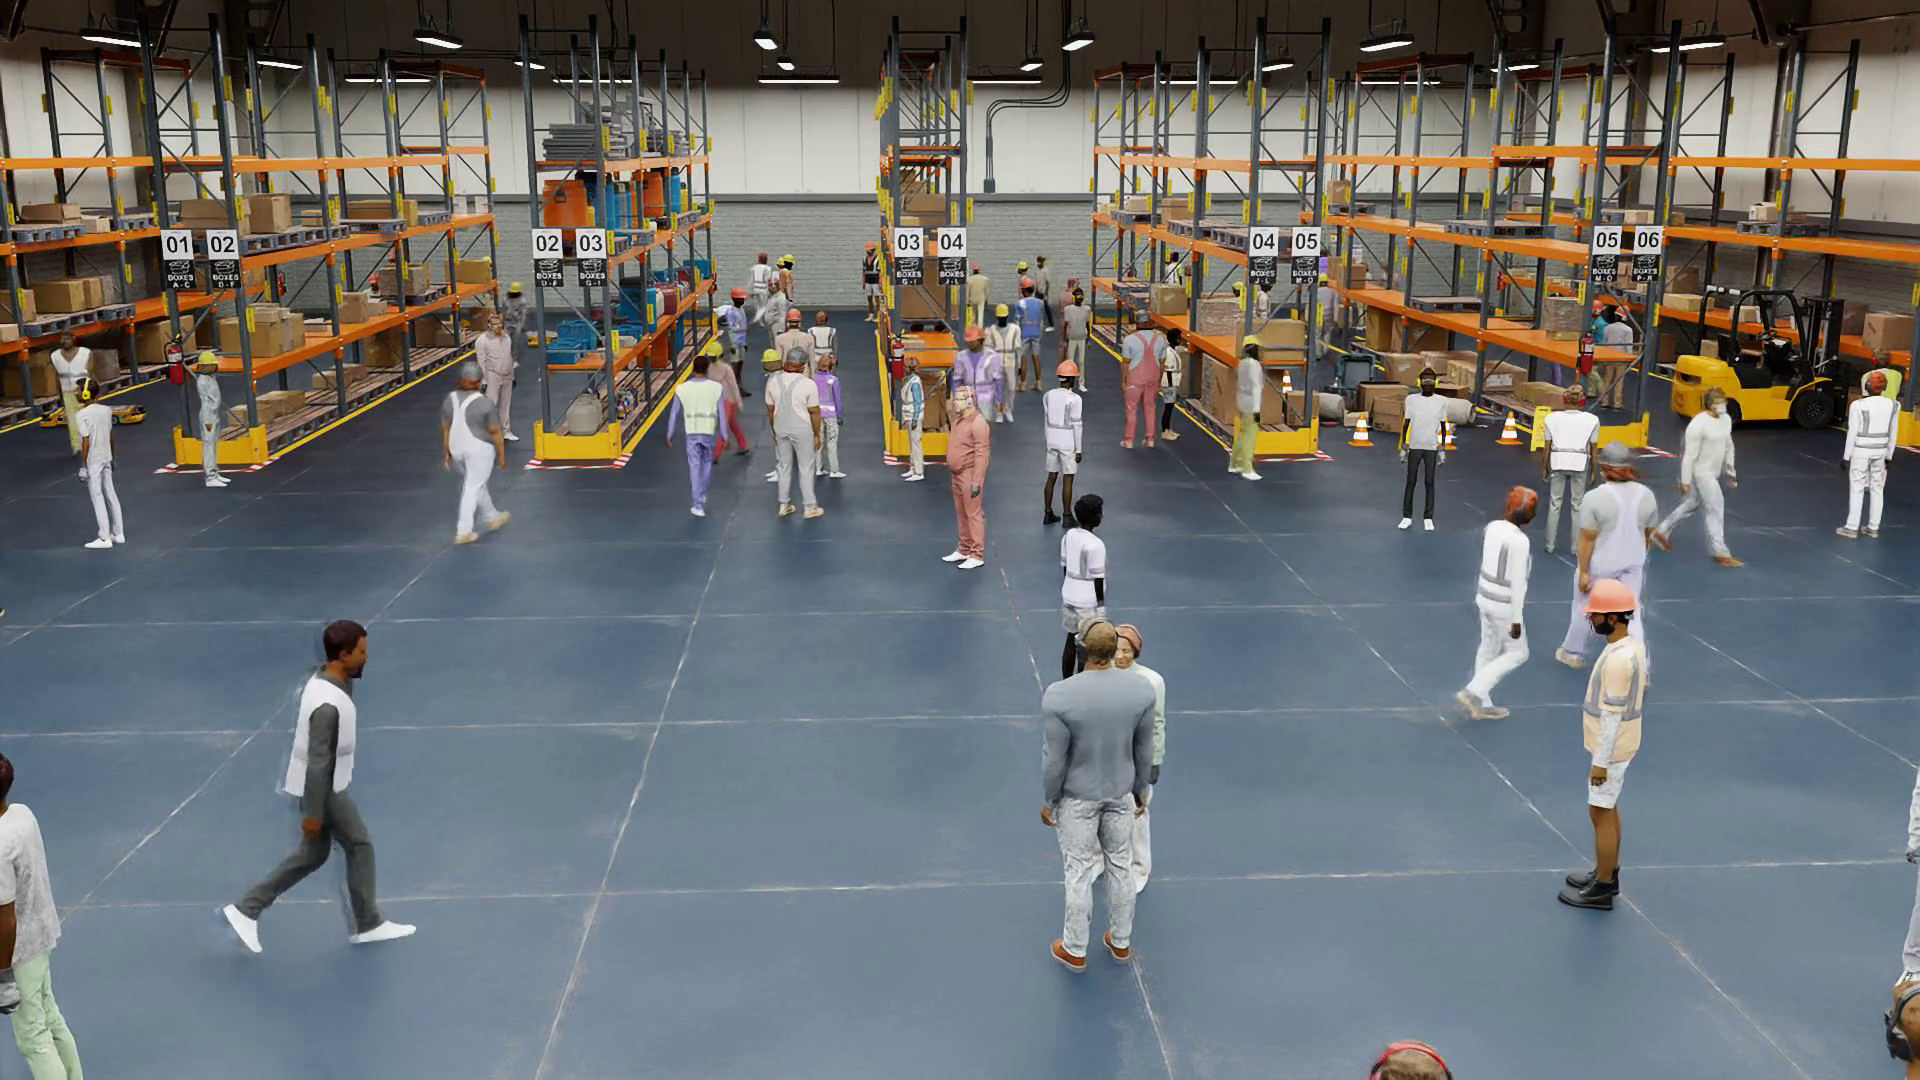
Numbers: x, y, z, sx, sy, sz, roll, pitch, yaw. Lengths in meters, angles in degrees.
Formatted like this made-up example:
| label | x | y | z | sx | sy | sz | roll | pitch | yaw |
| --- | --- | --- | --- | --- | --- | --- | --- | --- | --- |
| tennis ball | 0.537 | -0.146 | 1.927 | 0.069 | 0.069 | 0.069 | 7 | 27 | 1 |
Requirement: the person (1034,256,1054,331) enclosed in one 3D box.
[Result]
| label | x | y | z | sx | sy | sz | roll | pitch | yaw |
| --- | --- | --- | --- | --- | --- | --- | --- | --- | --- |
| person | 1.911 | -5.845 | 39.517 | 0.894 | 1.814 | 0.624 | -10 | 16 | -36 |

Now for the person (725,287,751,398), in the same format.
| label | x | y | z | sx | sy | sz | roll | pitch | yaw |
| --- | --- | --- | --- | --- | --- | --- | --- | --- | --- |
| person | -3.871 | -3.454 | 29.117 | 0.361 | 1.939 | 0.542 | 4 | 14 | 17 |

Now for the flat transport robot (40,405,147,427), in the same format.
| label | x | y | z | sx | sy | sz | roll | pitch | yaw |
| --- | --- | --- | --- | --- | --- | --- | --- | --- | --- |
| flat transport robot | -13.784 | -1.984 | 26.465 | 1.431 | 0.197 | 0.652 | -4 | 14 | -18 |

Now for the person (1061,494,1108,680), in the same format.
| label | x | y | z | sx | sy | sz | roll | pitch | yaw |
| --- | --- | --- | --- | --- | --- | --- | --- | --- | --- |
| person | 0.978 | 0.474 | 12.997 | 0.317 | 1.695 | 0.540 | -6 | 15 | -25 |

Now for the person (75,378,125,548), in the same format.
| label | x | y | z | sx | sy | sz | roll | pitch | yaw |
| --- | --- | --- | --- | --- | --- | --- | --- | --- | --- |
| person | -9.456 | -0.844 | 18.203 | 0.315 | 1.873 | 0.532 | 3 | 14 | 11 |

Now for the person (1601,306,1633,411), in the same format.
| label | x | y | z | sx | sy | sz | roll | pitch | yaw |
| --- | --- | --- | --- | --- | --- | --- | --- | --- | --- |
| person | 10.969 | -3.028 | 27.713 | 0.344 | 1.747 | 0.572 | -7 | 15 | -28 |

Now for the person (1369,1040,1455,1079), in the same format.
| label | x | y | z | sx | sy | sz | roll | pitch | yaw |
| --- | --- | --- | --- | --- | --- | --- | --- | --- | --- |
| person | 1.299 | 2.305 | 4.948 | 0.560 | 1.836 | 0.389 | 4 | 14 | 15 |

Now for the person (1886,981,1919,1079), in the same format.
| label | x | y | z | sx | sy | sz | roll | pitch | yaw |
| --- | --- | --- | --- | --- | --- | --- | --- | --- | --- |
| person | 2.941 | 2.244 | 5.189 | 0.506 | 1.843 | 0.351 | -7 | 15 | -27 |

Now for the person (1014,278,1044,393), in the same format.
| label | x | y | z | sx | sy | sz | roll | pitch | yaw |
| --- | --- | --- | --- | --- | --- | --- | --- | --- | --- |
| person | 1.214 | -3.666 | 29.827 | 0.607 | 2.034 | 0.410 | -7 | 15 | -26 |

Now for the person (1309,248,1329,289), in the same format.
| label | x | y | z | sx | sy | sz | roll | pitch | yaw |
| --- | --- | --- | --- | --- | --- | --- | --- | --- | --- |
| person | 9.298 | -6.570 | 42.622 | 0.661 | 1.809 | 0.889 | -1 | 13 | -3 |

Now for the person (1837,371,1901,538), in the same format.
| label | x | y | z | sx | sy | sz | roll | pitch | yaw |
| --- | --- | --- | --- | --- | --- | --- | --- | --- | --- |
| person | 10.190 | -0.957 | 18.655 | 0.584 | 1.882 | 0.337 | -1 | 13 | -4 |

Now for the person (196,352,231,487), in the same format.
| label | x | y | z | sx | sy | sz | roll | pitch | yaw |
| --- | --- | --- | --- | --- | --- | --- | --- | --- | --- |
| person | -9.691 | -1.571 | 21.558 | 0.312 | 1.744 | 0.487 | -2 | 14 | -10 |

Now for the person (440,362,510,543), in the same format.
| label | x | y | z | sx | sy | sz | roll | pitch | yaw |
| --- | --- | --- | --- | --- | --- | --- | --- | --- | --- |
| person | -5.400 | -1.030 | 18.630 | 0.700 | 2.000 | 1.041 | 6 | 15 | 24 |

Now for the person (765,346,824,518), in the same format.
| label | x | y | z | sx | sy | sz | roll | pitch | yaw |
| --- | --- | --- | --- | --- | --- | --- | --- | --- | --- |
| person | -1.919 | -1.295 | 19.754 | 0.687 | 2.000 | 0.535 | 6 | 15 | 25 |

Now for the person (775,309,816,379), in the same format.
| label | x | y | z | sx | sy | sz | roll | pitch | yaw |
| --- | --- | --- | --- | --- | --- | --- | --- | --- | --- |
| person | -2.441 | -2.423 | 24.631 | 0.623 | 1.992 | 0.396 | -4 | 14 | -16 |

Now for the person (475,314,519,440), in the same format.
| label | x | y | z | sx | sy | sz | roll | pitch | yaw |
| --- | --- | --- | --- | --- | --- | --- | --- | --- | --- |
| person | -6.853 | -2.394 | 24.697 | 0.409 | 1.907 | 0.651 | 8 | 16 | 32 |

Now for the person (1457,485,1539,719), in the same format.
| label | x | y | z | sx | sy | sz | roll | pitch | yaw |
| --- | --- | --- | --- | --- | --- | --- | --- | --- | --- |
| person | 4.060 | 0.495 | 12.529 | 0.464 | 1.871 | 0.680 | -2 | 13 | -9 |

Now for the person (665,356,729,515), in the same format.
| label | x | y | z | sx | sy | sz | roll | pitch | yaw |
| --- | --- | --- | --- | --- | --- | --- | --- | --- | --- |
| person | -3.176 | -1.279 | 20.039 | 0.739 | 1.863 | 0.935 | -3 | 14 | -13 |

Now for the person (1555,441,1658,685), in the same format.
| label | x | y | z | sx | sy | sz | roll | pitch | yaw |
| --- | --- | --- | --- | --- | --- | --- | --- | --- | --- |
| person | 5.345 | 0.153 | 13.618 | 0.689 | 2.000 | 1.028 | -2 | 13 | -9 |

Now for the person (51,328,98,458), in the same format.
| label | x | y | z | sx | sy | sz | roll | pitch | yaw |
| --- | --- | --- | --- | --- | --- | --- | --- | --- | --- |
| person | -12.598 | -2.127 | 23.759 | 0.583 | 1.823 | 0.782 | -2 | 13 | -10 |

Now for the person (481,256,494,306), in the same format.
| label | x | y | z | sx | sy | sz | roll | pitch | yaw |
| --- | --- | --- | --- | --- | --- | --- | --- | --- | --- |
| person | -11.297 | -5.898 | 39.844 | 0.309 | 1.769 | 0.524 | -9 | 16 | -33 |

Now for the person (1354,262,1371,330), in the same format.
| label | x | y | z | sx | sy | sz | roll | pitch | yaw |
| --- | --- | --- | --- | --- | --- | --- | --- | --- | --- |
| person | 9.677 | -5.866 | 39.990 | 0.507 | 1.632 | 0.268 | -10 | 16 | -35 |

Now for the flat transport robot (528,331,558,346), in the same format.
| label | x | y | z | sx | sy | sz | roll | pitch | yaw |
| --- | --- | --- | --- | --- | --- | --- | --- | --- | --- |
| flat transport robot | -9.334 | -4.518 | 37.200 | 0.652 | 0.197 | 1.431 | -3 | 14 | -14 |

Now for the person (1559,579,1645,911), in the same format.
| label | x | y | z | sx | sy | sz | roll | pitch | yaw |
| --- | --- | --- | --- | --- | --- | --- | --- | --- | --- |
| person | 3.706 | 1.168 | 9.573 | 0.383 | 1.926 | 0.550 | 6 | 15 | 24 |

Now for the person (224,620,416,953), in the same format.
| label | x | y | z | sx | sy | sz | roll | pitch | yaw |
| --- | --- | --- | --- | --- | --- | --- | --- | --- | --- |
| person | -3.529 | 1.345 | 8.990 | 0.902 | 1.865 | 0.604 | -5 | 14 | -21 |

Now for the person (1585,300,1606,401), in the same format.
| label | x | y | z | sx | sy | sz | roll | pitch | yaw |
| --- | --- | --- | --- | --- | --- | --- | --- | --- | --- |
| person | 11.006 | -3.280 | 28.810 | 0.396 | 1.740 | 0.582 | 3 | 14 | 12 |

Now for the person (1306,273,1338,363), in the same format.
| label | x | y | z | sx | sy | sz | roll | pitch | yaw |
| --- | --- | --- | --- | --- | --- | --- | --- | --- | --- |
| person | 7.387 | -4.552 | 34.031 | 0.627 | 1.810 | 0.641 | 0 | 13 | 2 |

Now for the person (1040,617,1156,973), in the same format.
| label | x | y | z | sx | sy | sz | roll | pitch | yaw |
| --- | --- | --- | --- | --- | --- | --- | --- | --- | --- |
| person | 0.718 | 1.340 | 8.807 | 0.633 | 1.940 | 0.368 | -4 | 14 | -18 |

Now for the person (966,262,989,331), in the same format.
| label | x | y | z | sx | sy | sz | roll | pitch | yaw |
| --- | --- | --- | --- | --- | --- | --- | --- | --- | --- |
| person | 0.395 | -5.569 | 38.556 | 0.556 | 1.716 | 0.870 | 0 | 13 | -2 |

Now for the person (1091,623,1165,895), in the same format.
| label | x | y | z | sx | sy | sz | roll | pitch | yaw |
| --- | --- | --- | --- | --- | --- | --- | --- | --- | --- |
| person | 0.953 | 1.275 | 9.757 | 0.523 | 1.632 | 0.314 | 7 | 15 | 27 |

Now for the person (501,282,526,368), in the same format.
| label | x | y | z | sx | sy | sz | roll | pitch | yaw |
| --- | --- | --- | --- | --- | --- | --- | --- | --- | --- |
| person | -8.887 | -4.266 | 33.043 | 0.559 | 1.697 | 0.530 | 1 | 13 | 4 |

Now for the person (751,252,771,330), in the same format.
| label | x | y | z | sx | sy | sz | roll | pitch | yaw |
| --- | --- | --- | --- | --- | --- | --- | --- | --- | --- |
| person | -4.796 | -5.946 | 39.839 | 0.610 | 1.867 | 0.550 | 7 | 15 | 28 |
